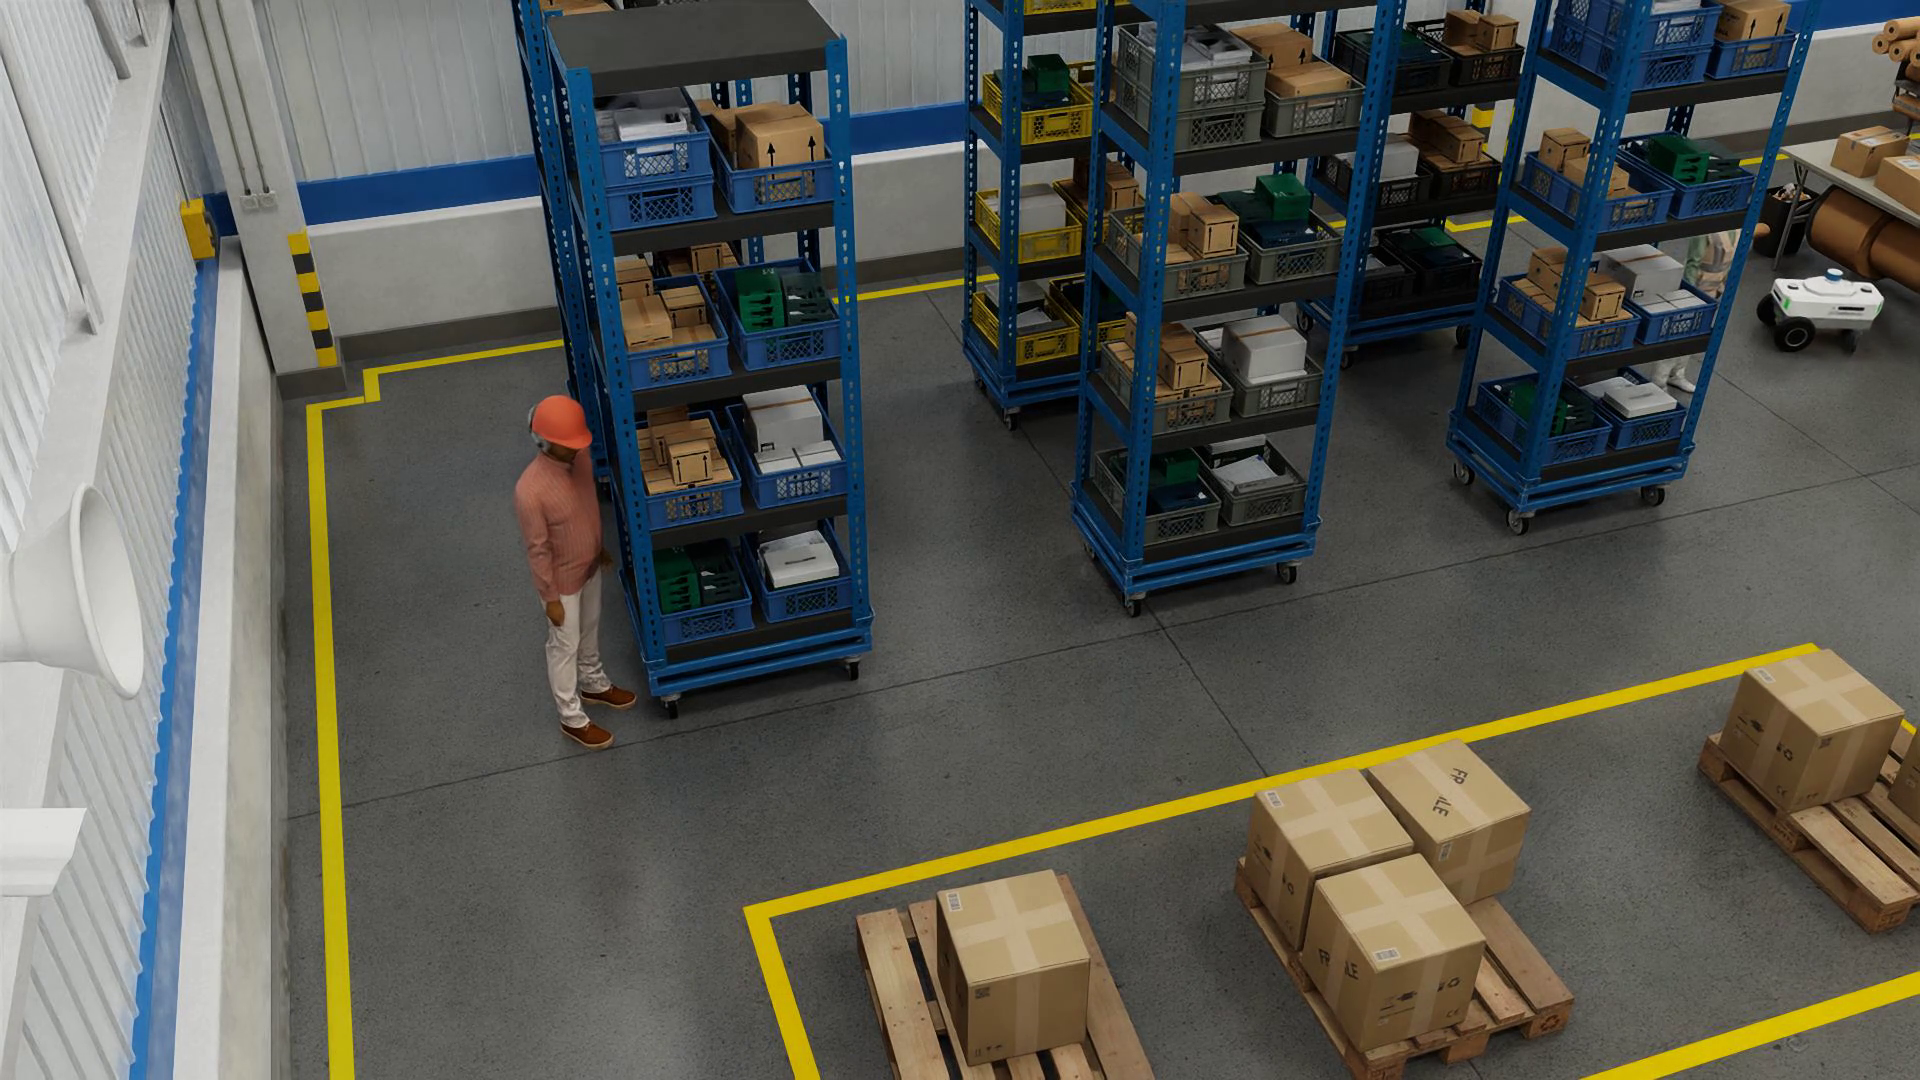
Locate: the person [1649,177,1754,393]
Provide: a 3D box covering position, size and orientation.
[{"bbox_3d":[5.014,-1.698,11.261,0.518,1.636,0.312,-26,43,-32],"label":"person"}]

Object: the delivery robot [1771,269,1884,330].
[{"bbox_3d":[6.345,-1.751,12.192,0.707,0.478,0.477,3,35,4],"label":"delivery robot"}]

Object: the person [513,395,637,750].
[{"bbox_3d":[-1.929,0.145,8.351,0.399,1.984,0.610,10,36,14],"label":"person"}]
